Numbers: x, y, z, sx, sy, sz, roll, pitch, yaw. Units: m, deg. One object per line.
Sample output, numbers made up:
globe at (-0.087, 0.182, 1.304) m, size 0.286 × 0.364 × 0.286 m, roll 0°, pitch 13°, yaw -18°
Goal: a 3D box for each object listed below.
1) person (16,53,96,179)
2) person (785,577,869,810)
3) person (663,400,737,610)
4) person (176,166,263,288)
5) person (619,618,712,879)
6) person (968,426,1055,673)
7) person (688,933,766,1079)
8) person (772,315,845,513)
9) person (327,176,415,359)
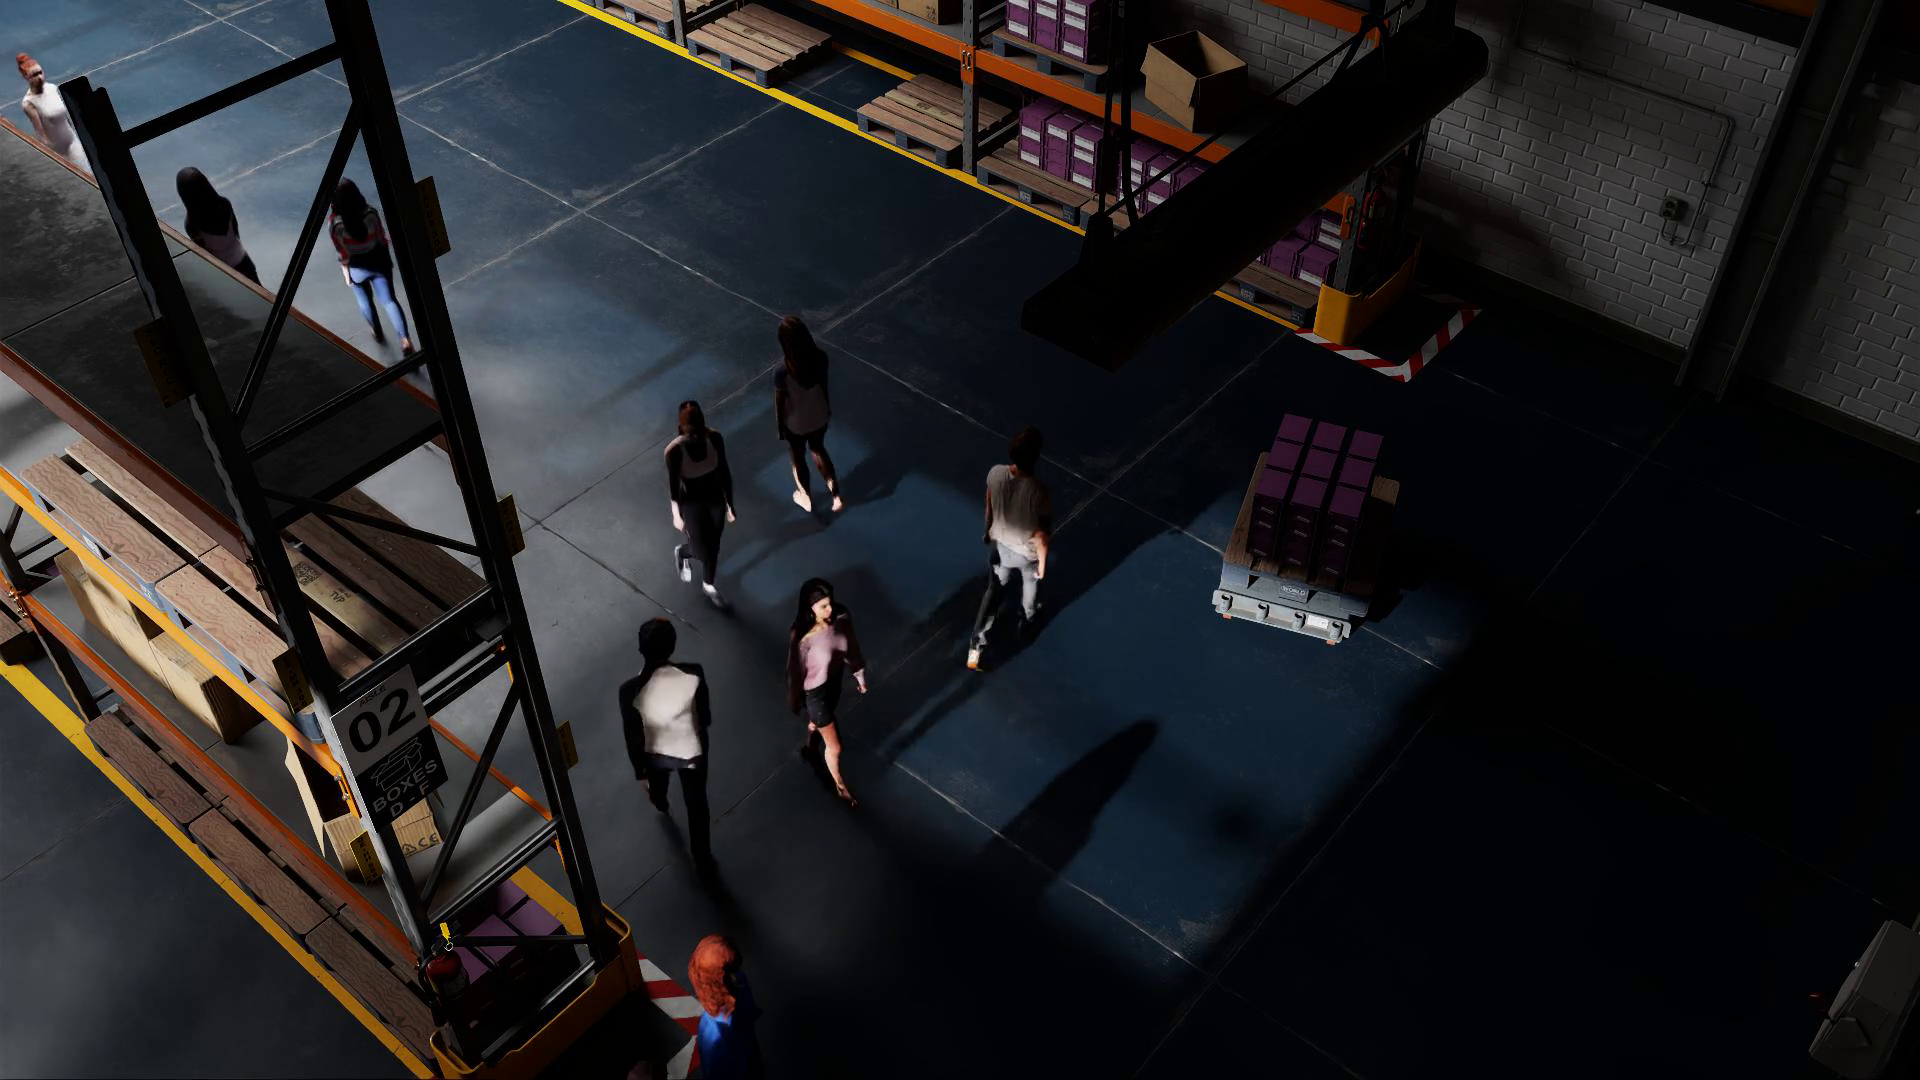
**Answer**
person at (-7.912, -3.391, 14.518) m, size 1.171 × 1.759 × 0.802 m, roll 18°, pitch 46°, yaw 18°
person at (-0.903, 0.852, 10.041) m, size 0.750 × 1.792 × 0.657 m, roll 31°, pitch 52°, yaw 29°
person at (-1.794, -0.288, 11.277) m, size 0.672 × 1.736 × 0.800 m, roll -26°, pitch 49°, yaw -25°
person at (-5.821, -2.197, 13.330) m, size 1.119 × 1.670 × 0.614 m, roll 28°, pitch 50°, yaw 26°
person at (-1.615, 1.266, 9.561) m, size 1.017 × 1.853 × 1.184 m, roll -14°, pitch 45°, yaw -14°
person at (0.317, 0.102, 10.773) m, size 1.160 × 1.867 × 0.925 m, roll 19°, pitch 47°, yaw 19°
person at (-1.153, 2.514, 8.271) m, size 0.775 × 1.827 × 0.673 m, roll -14°, pitch 45°, yaw -14°
person at (-1.055, -0.820, 11.849) m, size 0.726 × 1.717 × 0.849 m, roll -25°, pitch 49°, yaw -24°
person at (-4.727, -2.155, 13.341) m, size 0.780 × 1.592 × 1.076 m, roll -25°, pitch 49°, yaw -24°
